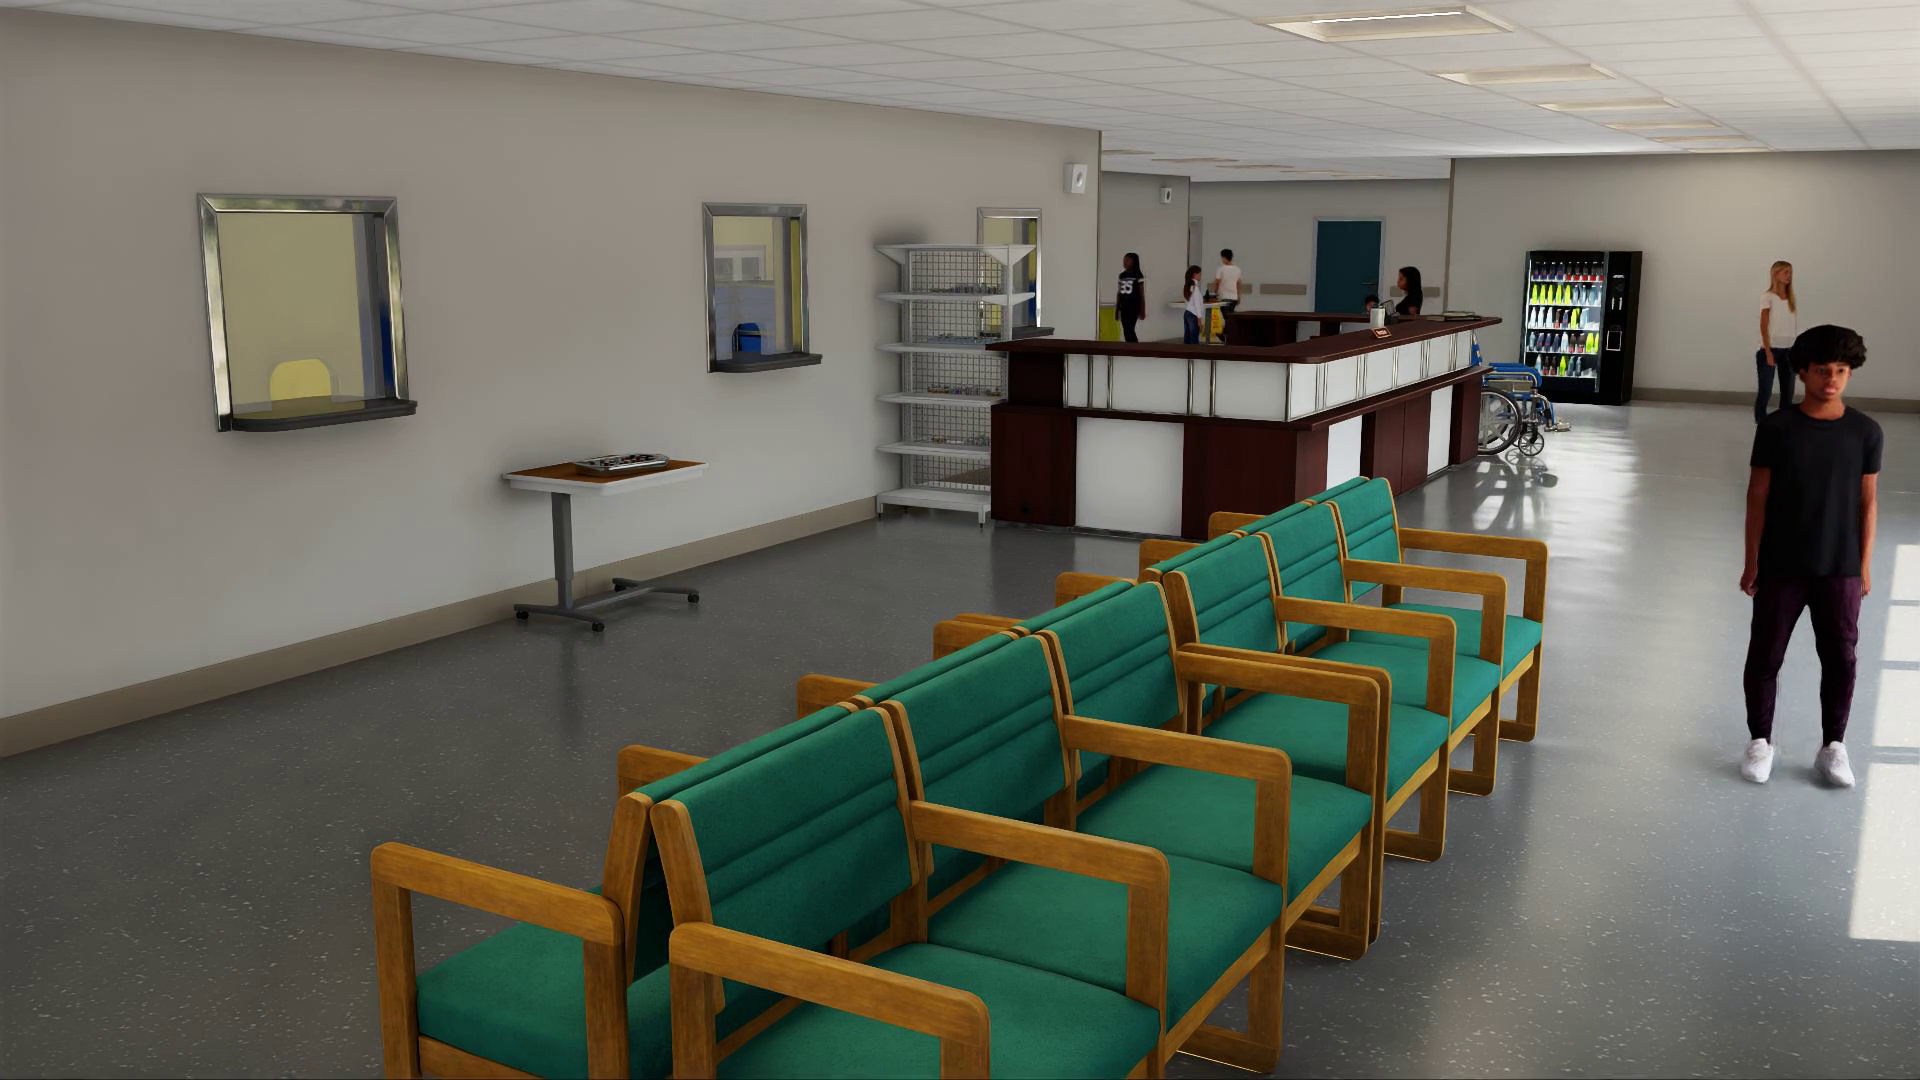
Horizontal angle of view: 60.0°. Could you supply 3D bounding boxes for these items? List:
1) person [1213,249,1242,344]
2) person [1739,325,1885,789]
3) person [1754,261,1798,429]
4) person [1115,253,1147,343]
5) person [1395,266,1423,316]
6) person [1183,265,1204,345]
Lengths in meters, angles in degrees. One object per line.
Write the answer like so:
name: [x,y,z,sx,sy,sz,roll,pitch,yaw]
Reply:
person: [4.780,-4.281,29.517,1.016,1.670,1.136,-4,11,-19]
person: [3.314,0.042,6.514,0.577,1.783,0.722,4,12,21]
person: [7.839,-1.787,16.093,0.726,1.805,0.781,-3,11,-18]
person: [2.631,-3.474,25.213,0.649,1.719,0.752,10,14,42]
person: [4.697,-1.912,17.011,1.164,1.709,0.829,2,11,12]
person: [3.456,-3.312,24.786,0.685,1.560,0.615,-4,12,-21]
